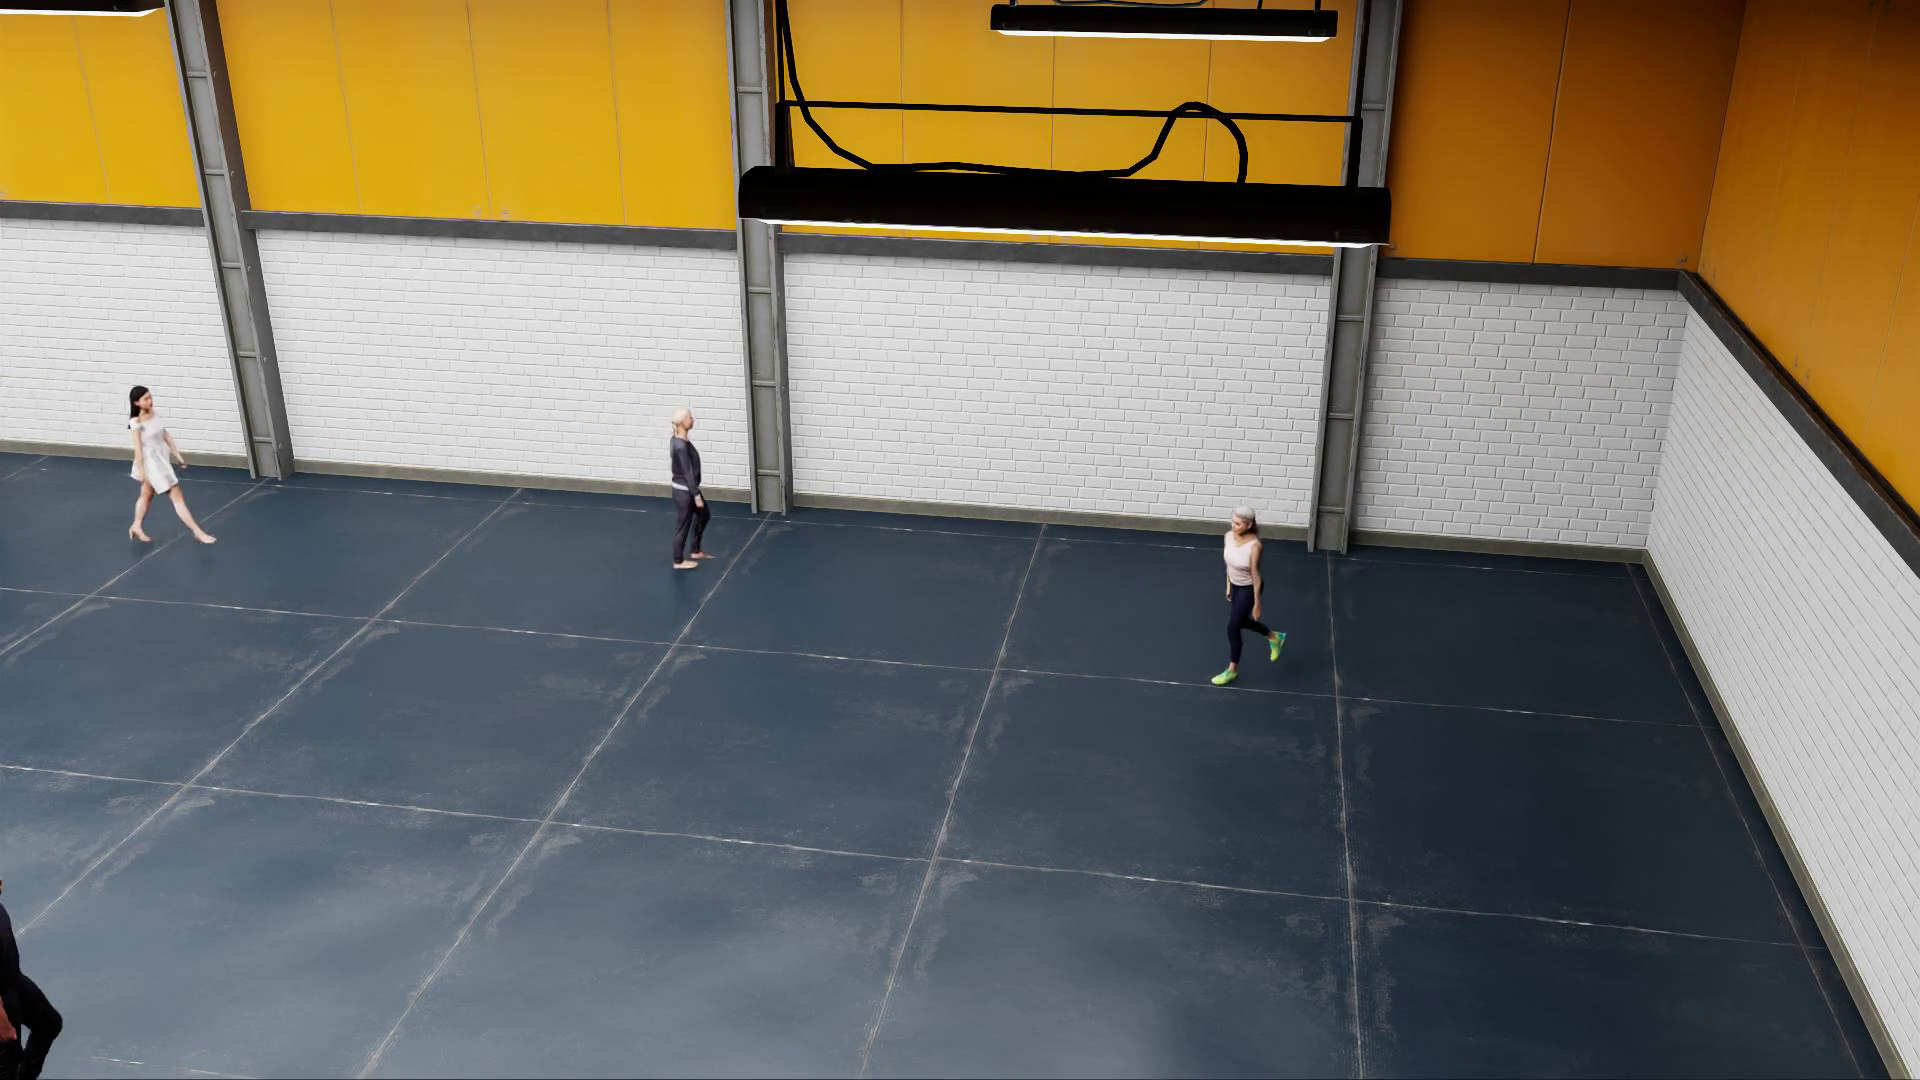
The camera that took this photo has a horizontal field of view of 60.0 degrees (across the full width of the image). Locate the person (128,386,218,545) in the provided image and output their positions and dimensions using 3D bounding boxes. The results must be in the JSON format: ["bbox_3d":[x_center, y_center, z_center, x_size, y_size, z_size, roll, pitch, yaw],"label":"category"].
[{"bbox_3d":[-8.332,-0.719,17.069,1.204,1.716,0.683,2,24,4],"label":"person"}]

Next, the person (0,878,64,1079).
[{"bbox_3d":[-5.511,2.600,9.367,0.815,1.804,0.802,-6,24,-13],"label":"person"}]

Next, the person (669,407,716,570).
[{"bbox_3d":[-2.817,-0.503,16.583,0.783,1.710,0.744,-5,24,-12],"label":"person"}]

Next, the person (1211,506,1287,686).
[{"bbox_3d":[2.542,0.457,14.436,1.113,1.670,0.978,-12,26,-25],"label":"person"}]
